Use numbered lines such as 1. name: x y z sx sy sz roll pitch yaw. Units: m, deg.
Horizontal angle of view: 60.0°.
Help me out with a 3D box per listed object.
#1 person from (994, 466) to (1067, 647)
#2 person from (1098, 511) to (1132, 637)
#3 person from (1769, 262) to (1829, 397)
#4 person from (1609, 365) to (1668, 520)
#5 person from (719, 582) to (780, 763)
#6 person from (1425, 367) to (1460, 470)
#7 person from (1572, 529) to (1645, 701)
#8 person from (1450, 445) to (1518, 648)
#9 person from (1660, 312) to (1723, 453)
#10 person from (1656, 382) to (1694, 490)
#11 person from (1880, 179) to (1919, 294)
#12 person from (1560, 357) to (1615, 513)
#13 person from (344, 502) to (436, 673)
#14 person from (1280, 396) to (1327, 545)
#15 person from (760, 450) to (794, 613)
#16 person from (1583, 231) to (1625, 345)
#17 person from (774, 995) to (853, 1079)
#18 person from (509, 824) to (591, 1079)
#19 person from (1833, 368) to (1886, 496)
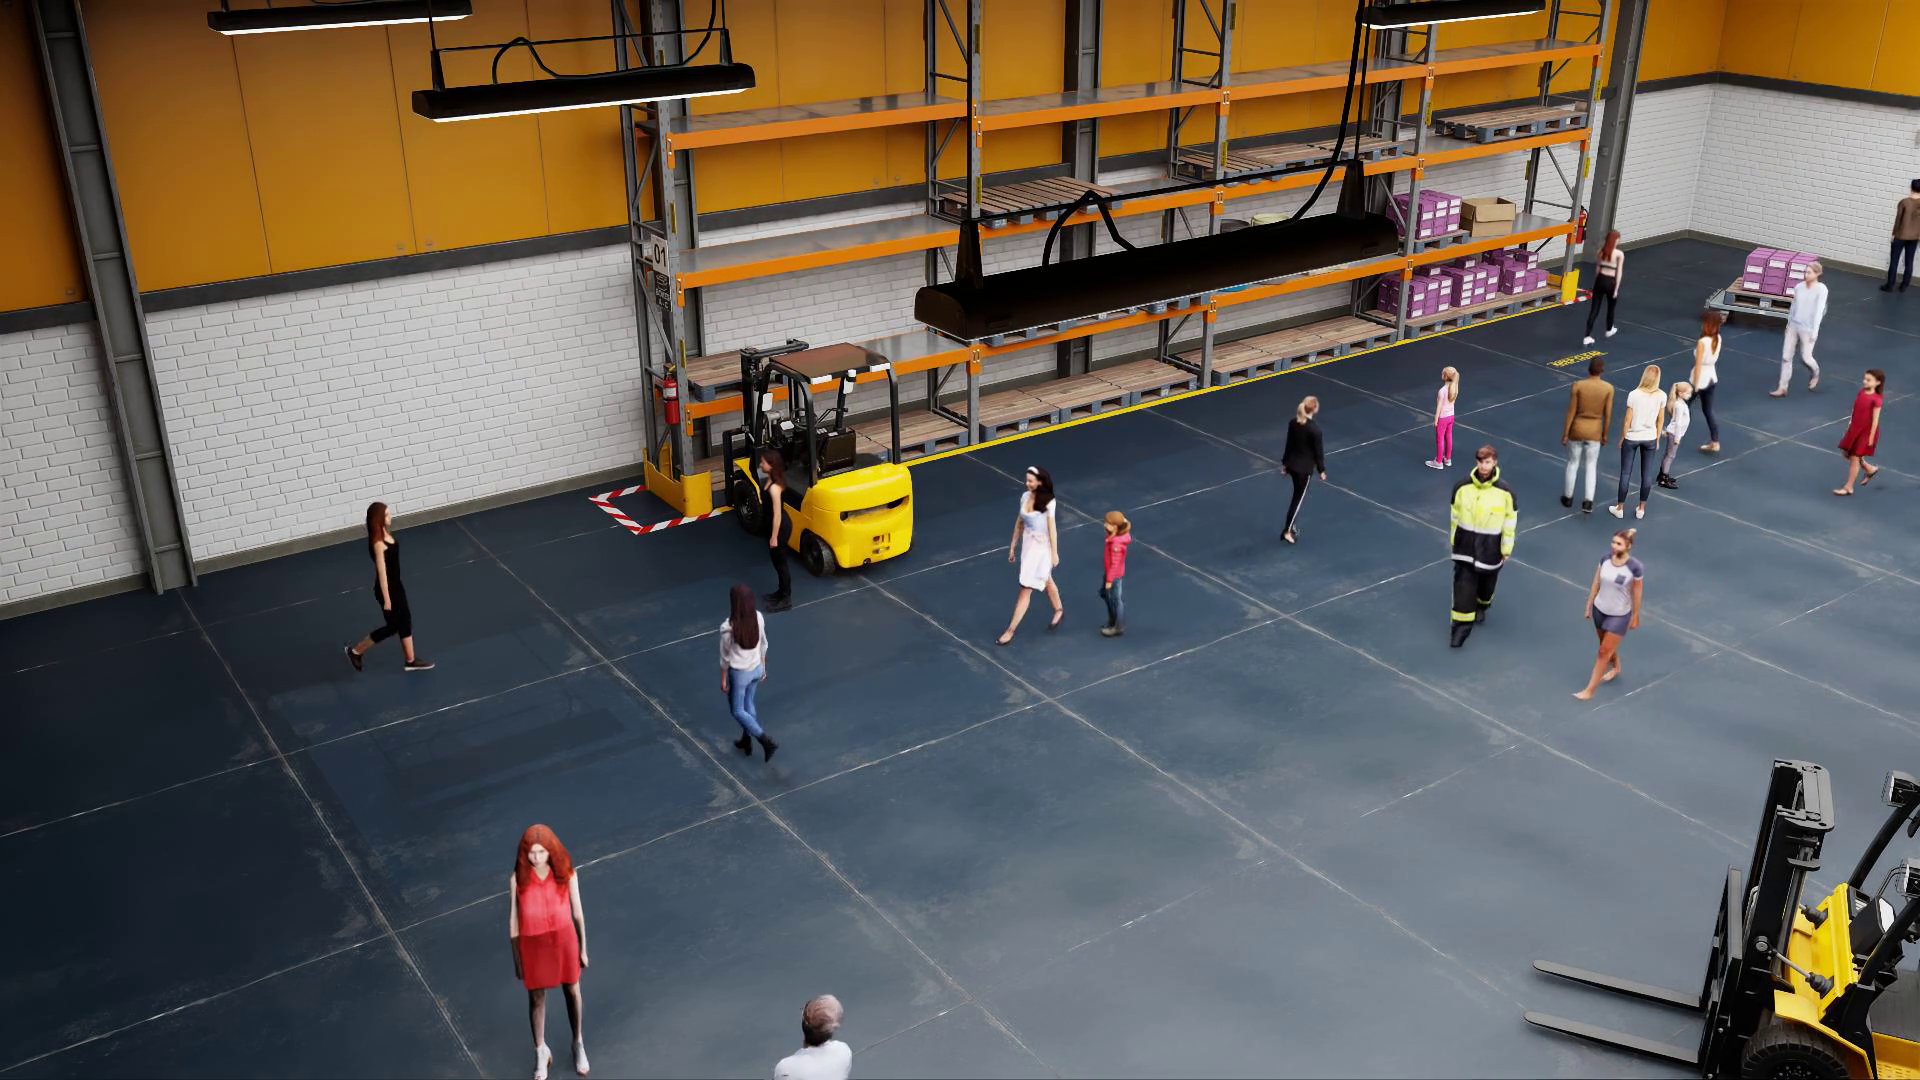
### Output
1. person: 0.807 0.135 15.944 1.179 1.761 0.701 -18 30 -36
2. person: 1.556 0.328 16.066 0.653 1.310 0.618 0 24 -1
3. person: 11.534 -2.861 22.655 1.029 1.876 0.699 -13 27 -28
4. person: 7.663 -1.108 18.728 0.645 1.809 0.720 3 24 6
5. person: -1.747 1.144 13.824 0.777 1.612 0.865 21 31 40
6. person: 5.938 -1.511 20.323 0.439 1.270 0.550 -19 30 -36
7. person: 5.925 0.647 15.003 1.019 1.577 0.585 -15 28 -31
8. person: 5.037 0.005 16.010 1.205 1.947 1.359 9 25 19
9. person: 9.323 -1.924 20.683 1.045 1.738 0.728 -12 26 -25
10. person: 8.486 -1.266 19.754 0.638 1.278 0.564 8 25 17
11. person: 15.760 -5.067 27.686 0.719 1.888 0.796 2 24 5
12. person: 7.132 -1.212 18.948 0.818 1.824 0.875 5 24 12
13. person: -5.318 0.470 15.244 1.066 1.708 0.850 -4 24 -9
14. person: 3.616 -0.718 17.988 0.641 1.688 0.631 -15 28 -31
15. person: -1.825 -0.102 16.579 0.694 1.688 0.672 -3 24 -6
16. person: 9.596 -3.730 24.877 1.209 1.689 0.729 -21 31 -39
17. person: -0.812 3.264 8.740 0.910 1.798 0.532 15 28 31
18. person: -2.546 2.553 10.330 0.574 1.827 0.721 -5 24 -12
19. person: 10.612 -1.273 19.444 0.891 1.539 0.732 -4 24 -9
